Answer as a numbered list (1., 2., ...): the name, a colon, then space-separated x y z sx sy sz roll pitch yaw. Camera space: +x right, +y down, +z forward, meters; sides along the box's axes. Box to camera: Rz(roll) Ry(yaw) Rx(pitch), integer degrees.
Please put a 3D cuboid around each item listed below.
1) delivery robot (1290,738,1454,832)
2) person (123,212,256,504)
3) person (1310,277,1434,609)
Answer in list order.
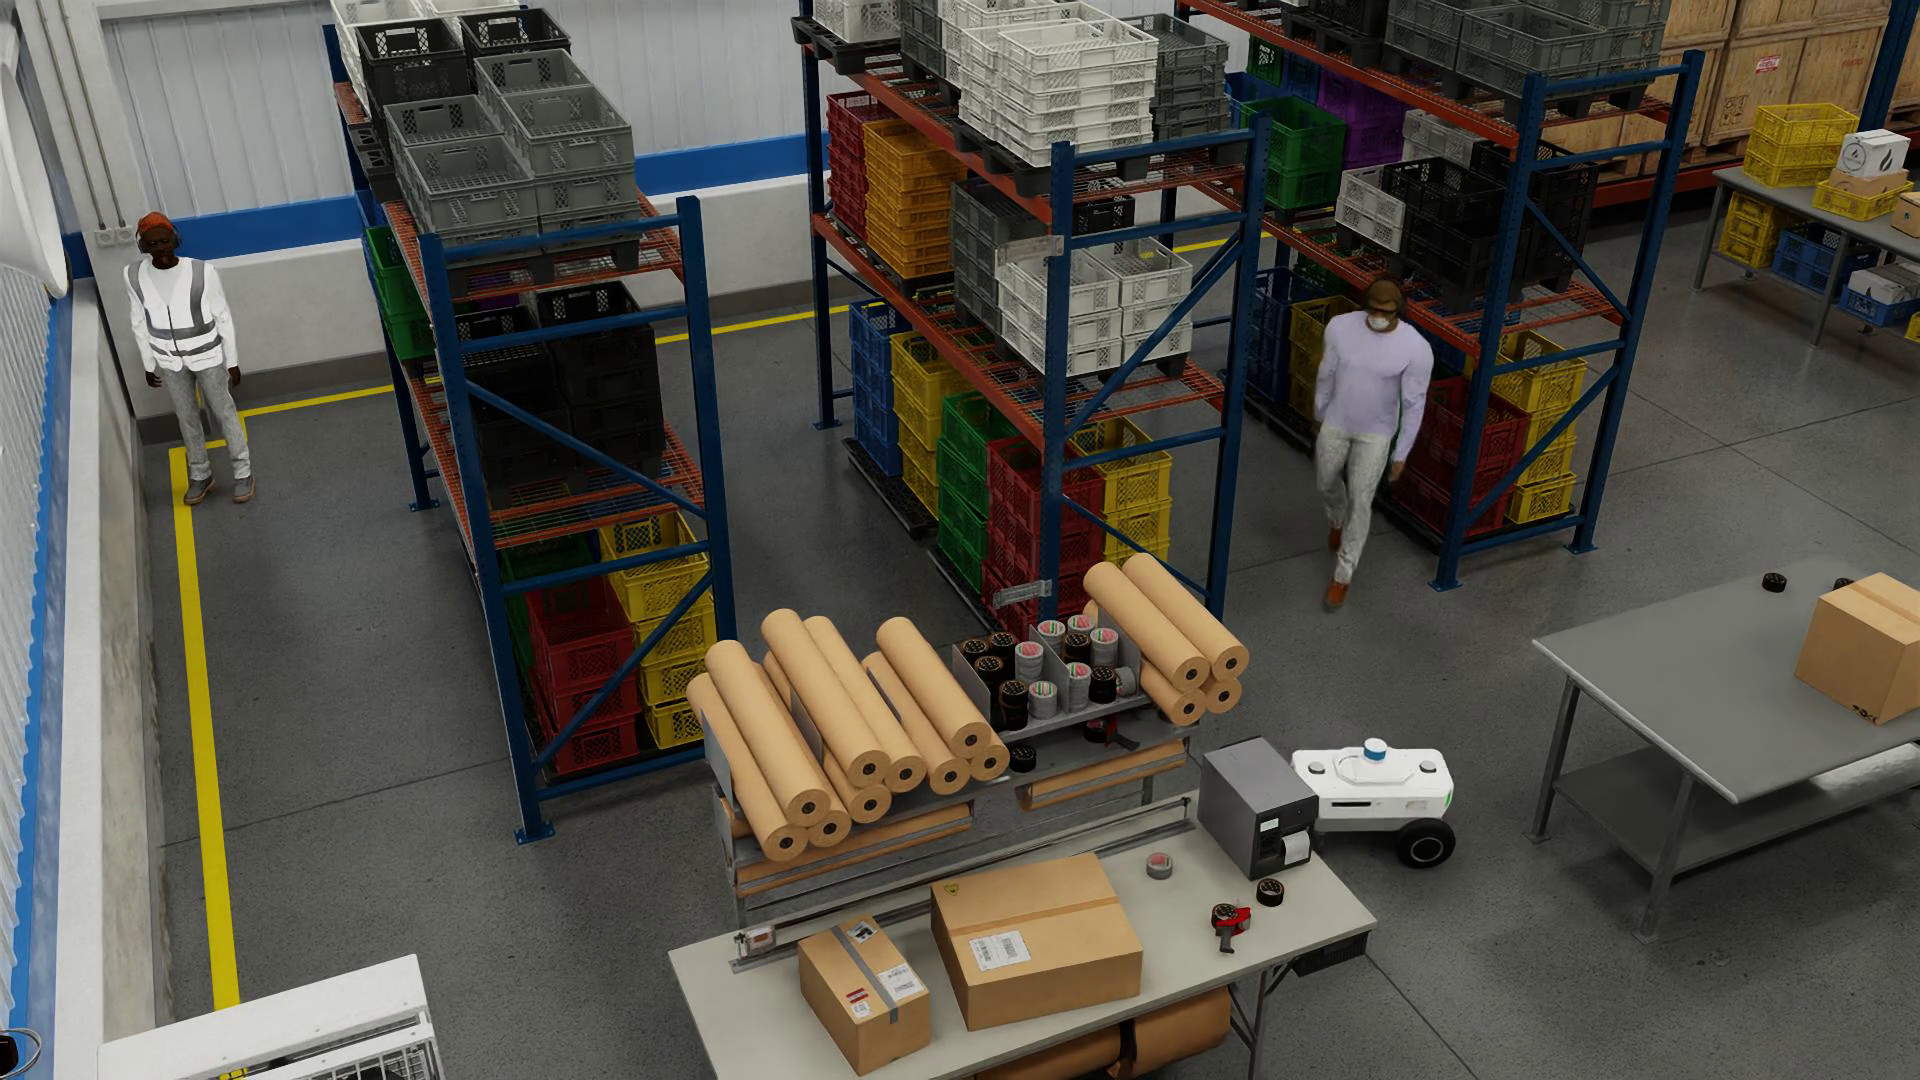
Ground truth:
1. delivery robot: 1.902 1.141 7.736 0.707 0.478 0.477 0 32 -1
2. person: -4.723 -1.098 10.200 0.584 1.882 0.345 -2 32 -4
3. person: 2.255 -0.592 9.371 0.674 1.900 0.870 18 36 27
